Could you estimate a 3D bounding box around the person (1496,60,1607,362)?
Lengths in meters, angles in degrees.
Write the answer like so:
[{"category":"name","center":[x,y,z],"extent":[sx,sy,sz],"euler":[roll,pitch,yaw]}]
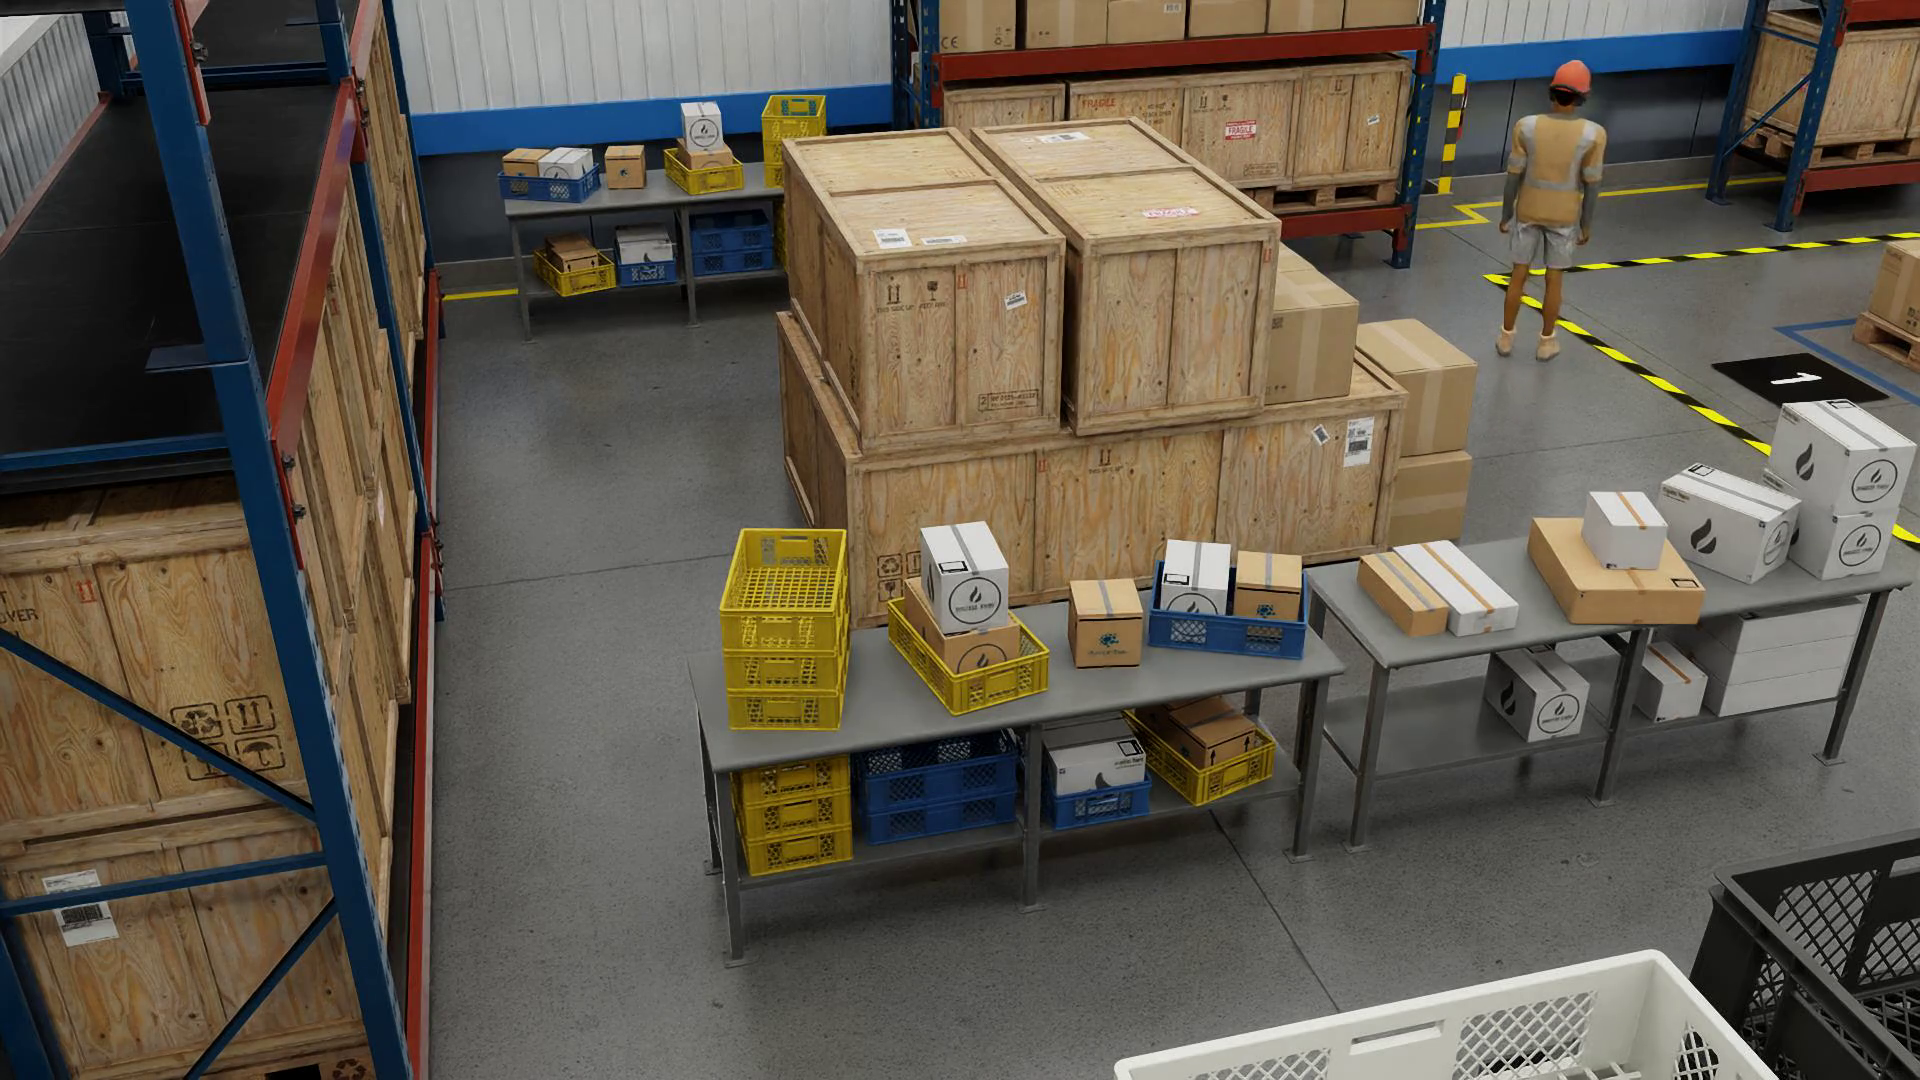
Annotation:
[{"category":"person","center":[3.997,-2.223,11.314],"extent":[0.610,2.041,0.391],"euler":[14,32,23]}]
